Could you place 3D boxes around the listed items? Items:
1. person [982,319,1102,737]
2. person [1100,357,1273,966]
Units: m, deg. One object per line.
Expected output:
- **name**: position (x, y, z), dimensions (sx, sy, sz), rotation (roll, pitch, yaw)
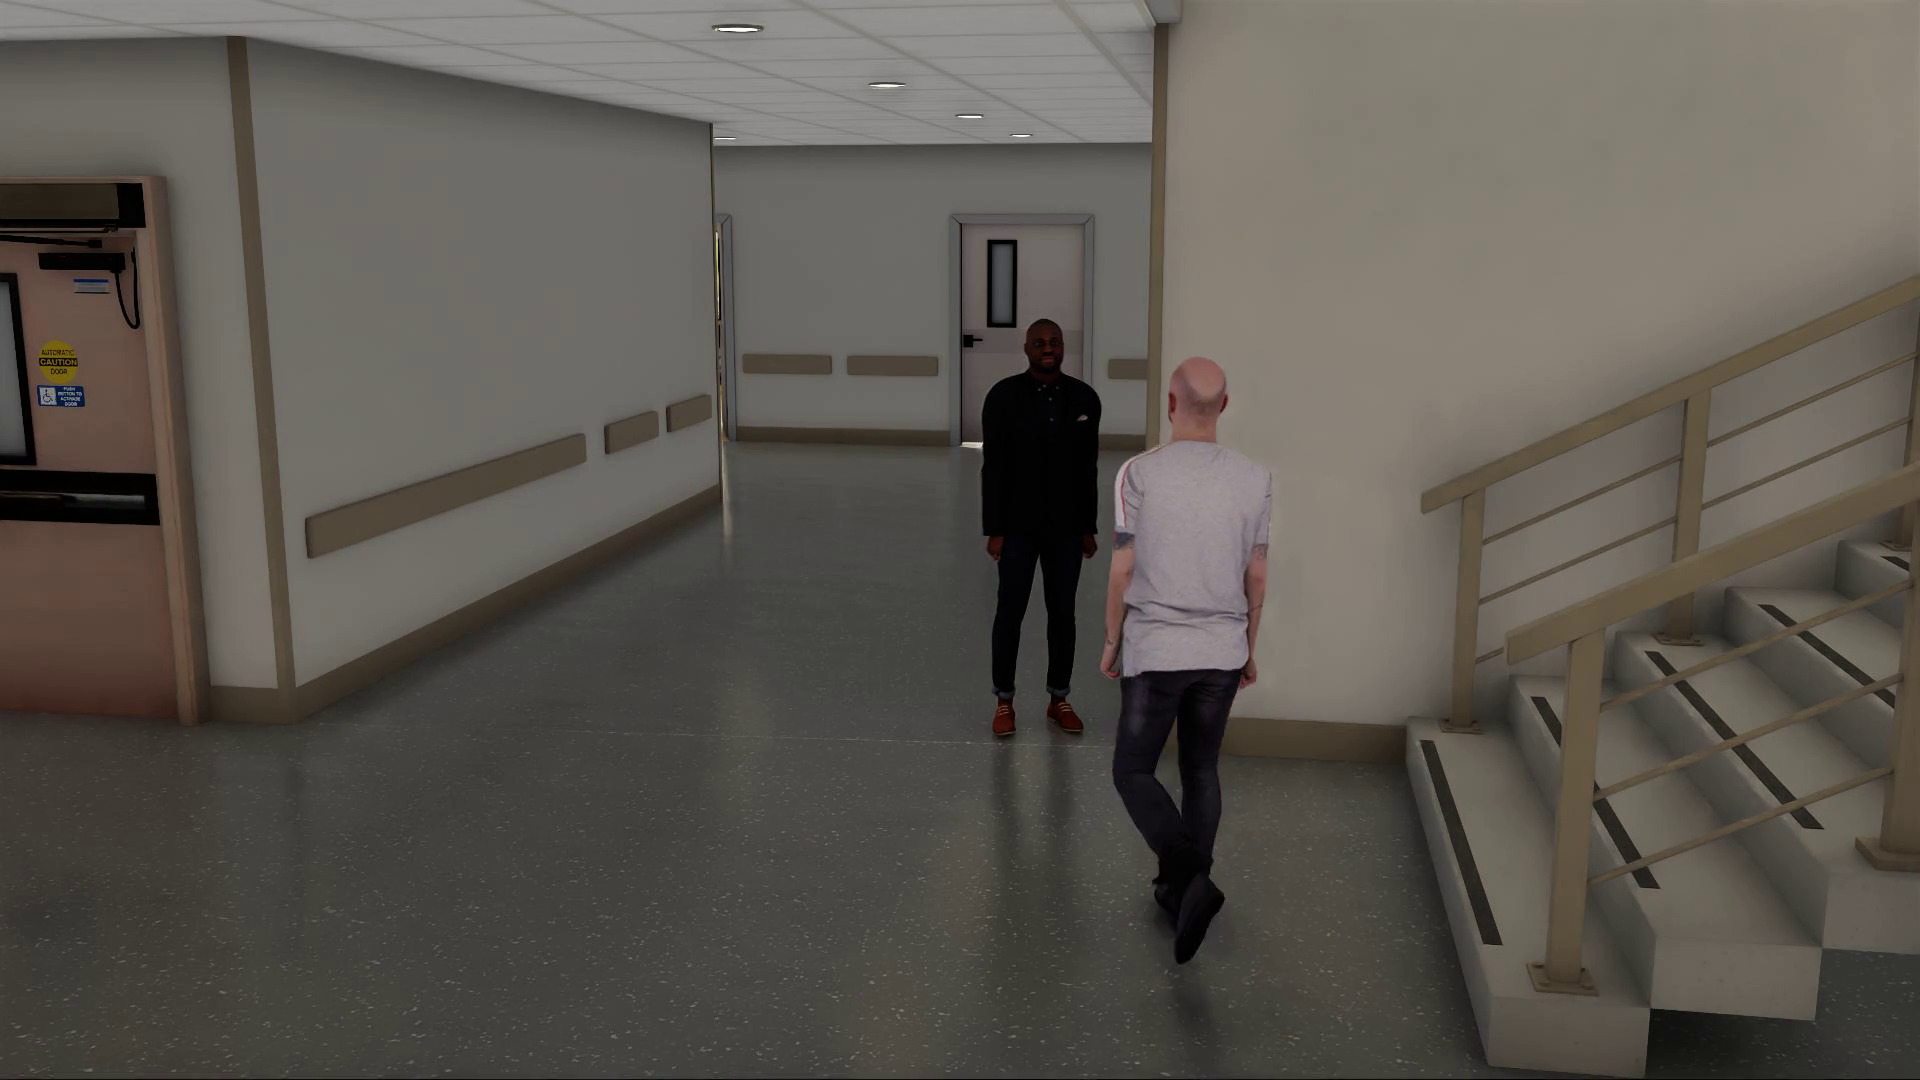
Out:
- **person**: position (0.353, -0.061, 7.295), dimensions (0.668, 1.818, 0.824), rotation (-2, 11, -9)
- **person**: position (0.690, 0.377, 4.992), dimensions (1.039, 1.815, 0.983), rotation (-3, 11, -14)
